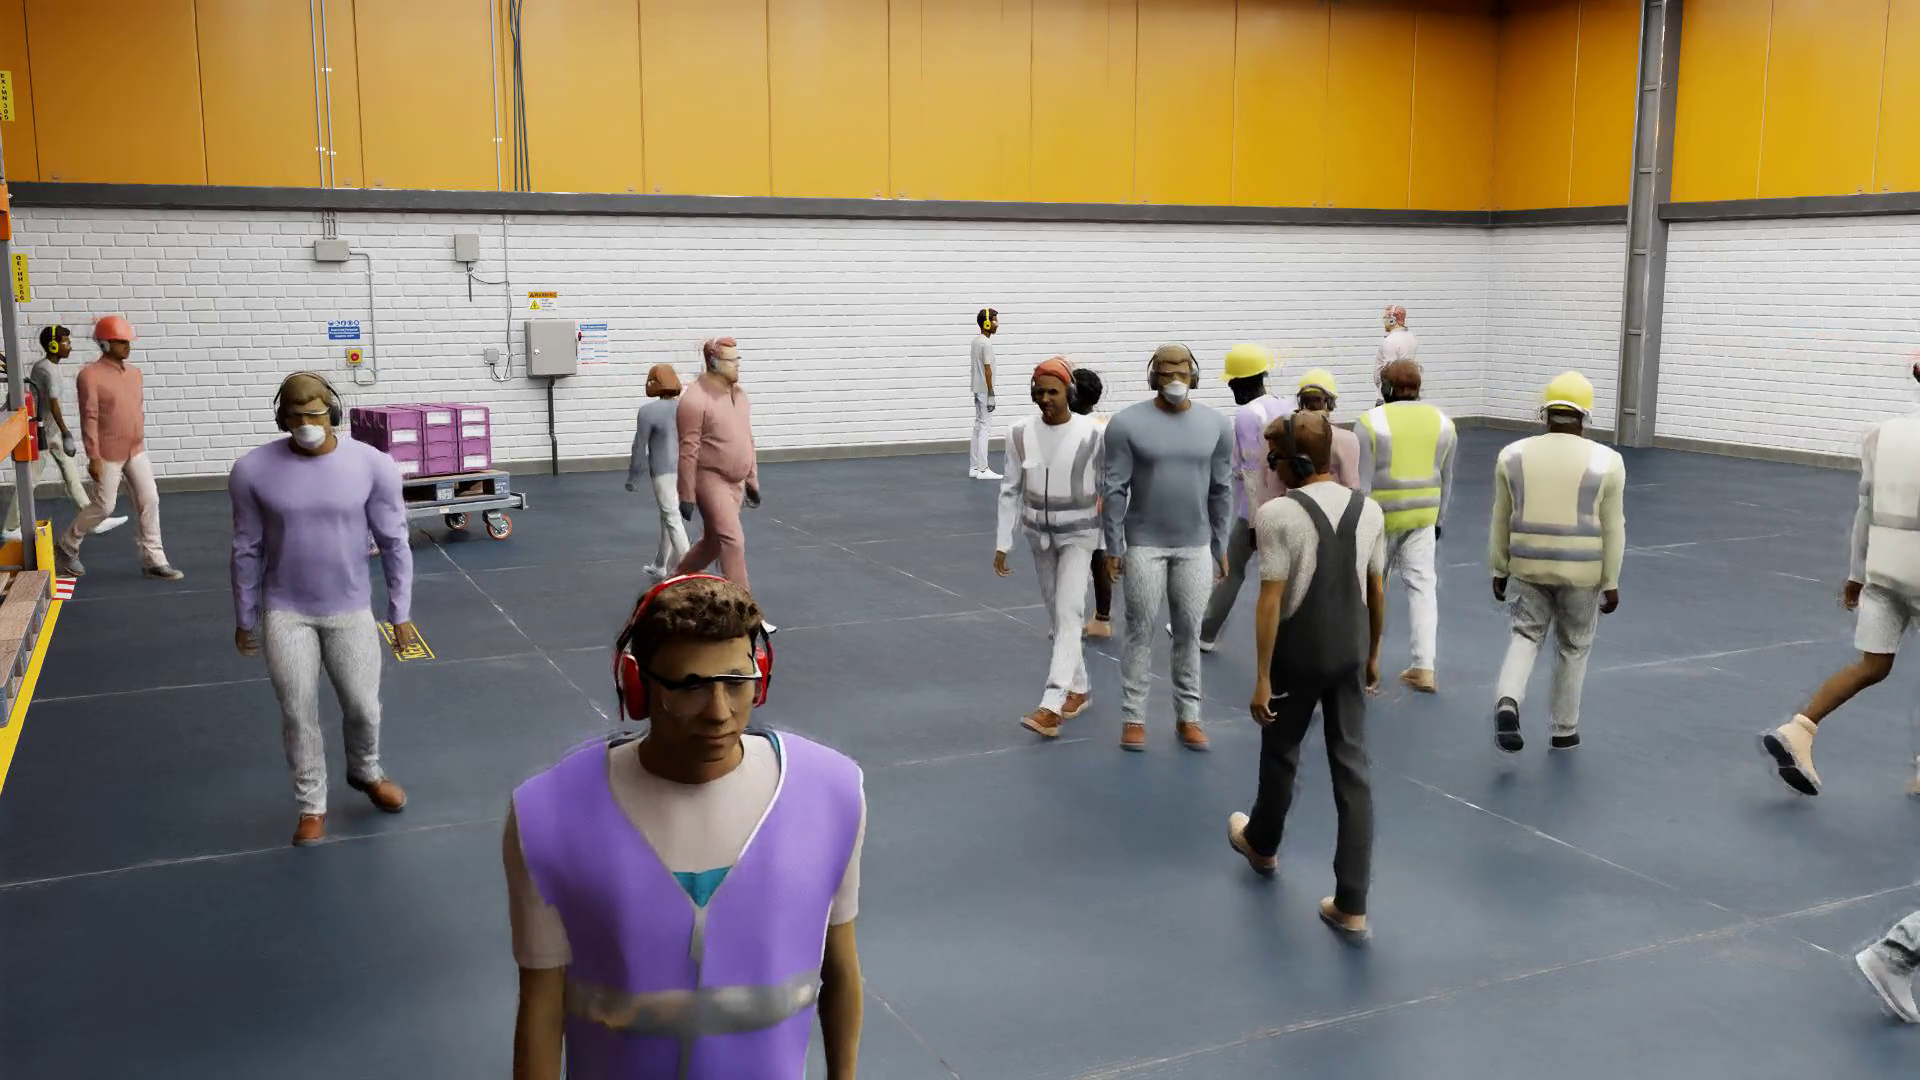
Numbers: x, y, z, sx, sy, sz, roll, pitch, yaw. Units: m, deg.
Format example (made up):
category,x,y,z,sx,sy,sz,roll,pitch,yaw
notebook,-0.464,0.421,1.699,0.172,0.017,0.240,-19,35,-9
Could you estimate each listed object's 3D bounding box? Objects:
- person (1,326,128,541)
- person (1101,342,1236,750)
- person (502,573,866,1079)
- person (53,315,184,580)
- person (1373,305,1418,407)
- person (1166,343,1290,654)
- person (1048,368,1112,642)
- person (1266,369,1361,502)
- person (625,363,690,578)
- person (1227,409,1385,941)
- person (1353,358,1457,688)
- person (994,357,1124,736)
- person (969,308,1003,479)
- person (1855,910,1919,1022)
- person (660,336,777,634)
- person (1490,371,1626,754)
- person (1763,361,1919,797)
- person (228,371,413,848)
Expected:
category,x,y,z,sx,sy,sz,roll,pitch,yaw
person,-7.667,-0.899,14.077,0.993,1.807,0.518,-5,11,-30
person,0.982,0.034,7.888,0.636,1.939,0.356,-1,9,-5
person,-0.433,0.930,2.695,0.559,1.829,0.498,-2,9,-14
person,-6.249,-0.666,12.189,0.906,1.967,0.631,2,9,14
person,4.695,-1.594,18.084,0.411,1.911,0.643,7,11,35
person,1.697,-0.200,9.584,1.018,1.850,0.622,8,12,40
person,0.715,-0.204,10.136,0.497,1.677,0.560,3,10,17
person,1.888,-0.050,9.015,0.580,1.740,0.522,7,11,37
person,-2.175,-0.466,12.011,0.769,1.599,0.510,7,12,37
person,1.237,0.429,5.899,0.591,1.780,0.965,-3,10,-16
person,2.435,-0.112,9.272,0.649,1.789,0.975,-2,9,-11
person,0.446,0.030,8.215,0.588,1.839,0.923,6,11,31
person,0.277,-1.601,18.249,0.310,1.868,0.532,-3,10,-17
person,3.161,0.624,4.928,0.808,1.710,0.484,3,10,16
person,-1.589,-0.362,10.571,0.934,1.872,0.653,4,10,23
person,2.737,0.131,7.675,0.598,1.815,0.618,6,11,35
person,3.949,0.149,7.041,0.917,2.002,0.649,-3,10,-16
person,-2.522,0.268,6.612,0.680,1.899,0.679,-3,10,-16
